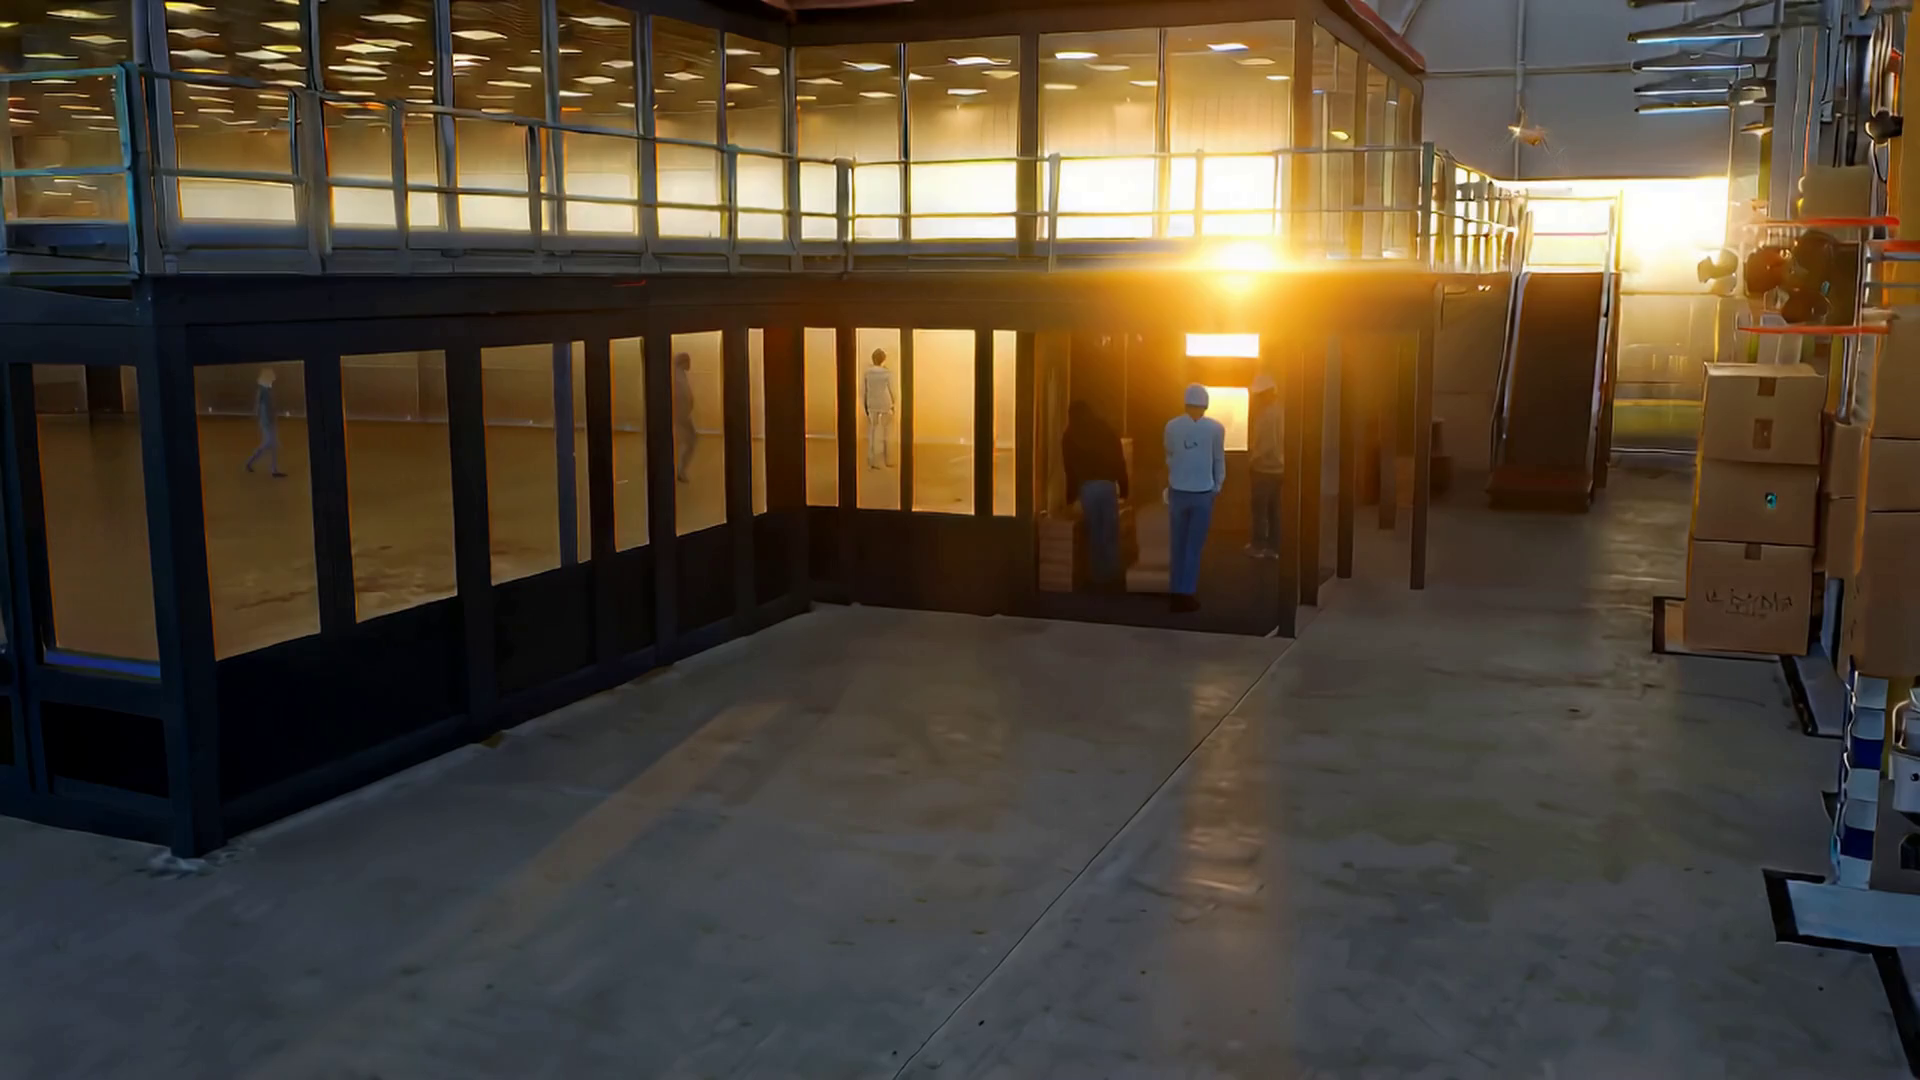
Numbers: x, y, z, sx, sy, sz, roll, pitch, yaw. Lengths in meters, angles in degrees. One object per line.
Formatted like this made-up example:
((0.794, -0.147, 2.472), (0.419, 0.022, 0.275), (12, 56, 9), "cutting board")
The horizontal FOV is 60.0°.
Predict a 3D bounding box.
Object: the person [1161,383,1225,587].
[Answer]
((2.254, -0.530, 16.098), (0.612, 1.986, 0.406), (1, 9, 8), "person")
